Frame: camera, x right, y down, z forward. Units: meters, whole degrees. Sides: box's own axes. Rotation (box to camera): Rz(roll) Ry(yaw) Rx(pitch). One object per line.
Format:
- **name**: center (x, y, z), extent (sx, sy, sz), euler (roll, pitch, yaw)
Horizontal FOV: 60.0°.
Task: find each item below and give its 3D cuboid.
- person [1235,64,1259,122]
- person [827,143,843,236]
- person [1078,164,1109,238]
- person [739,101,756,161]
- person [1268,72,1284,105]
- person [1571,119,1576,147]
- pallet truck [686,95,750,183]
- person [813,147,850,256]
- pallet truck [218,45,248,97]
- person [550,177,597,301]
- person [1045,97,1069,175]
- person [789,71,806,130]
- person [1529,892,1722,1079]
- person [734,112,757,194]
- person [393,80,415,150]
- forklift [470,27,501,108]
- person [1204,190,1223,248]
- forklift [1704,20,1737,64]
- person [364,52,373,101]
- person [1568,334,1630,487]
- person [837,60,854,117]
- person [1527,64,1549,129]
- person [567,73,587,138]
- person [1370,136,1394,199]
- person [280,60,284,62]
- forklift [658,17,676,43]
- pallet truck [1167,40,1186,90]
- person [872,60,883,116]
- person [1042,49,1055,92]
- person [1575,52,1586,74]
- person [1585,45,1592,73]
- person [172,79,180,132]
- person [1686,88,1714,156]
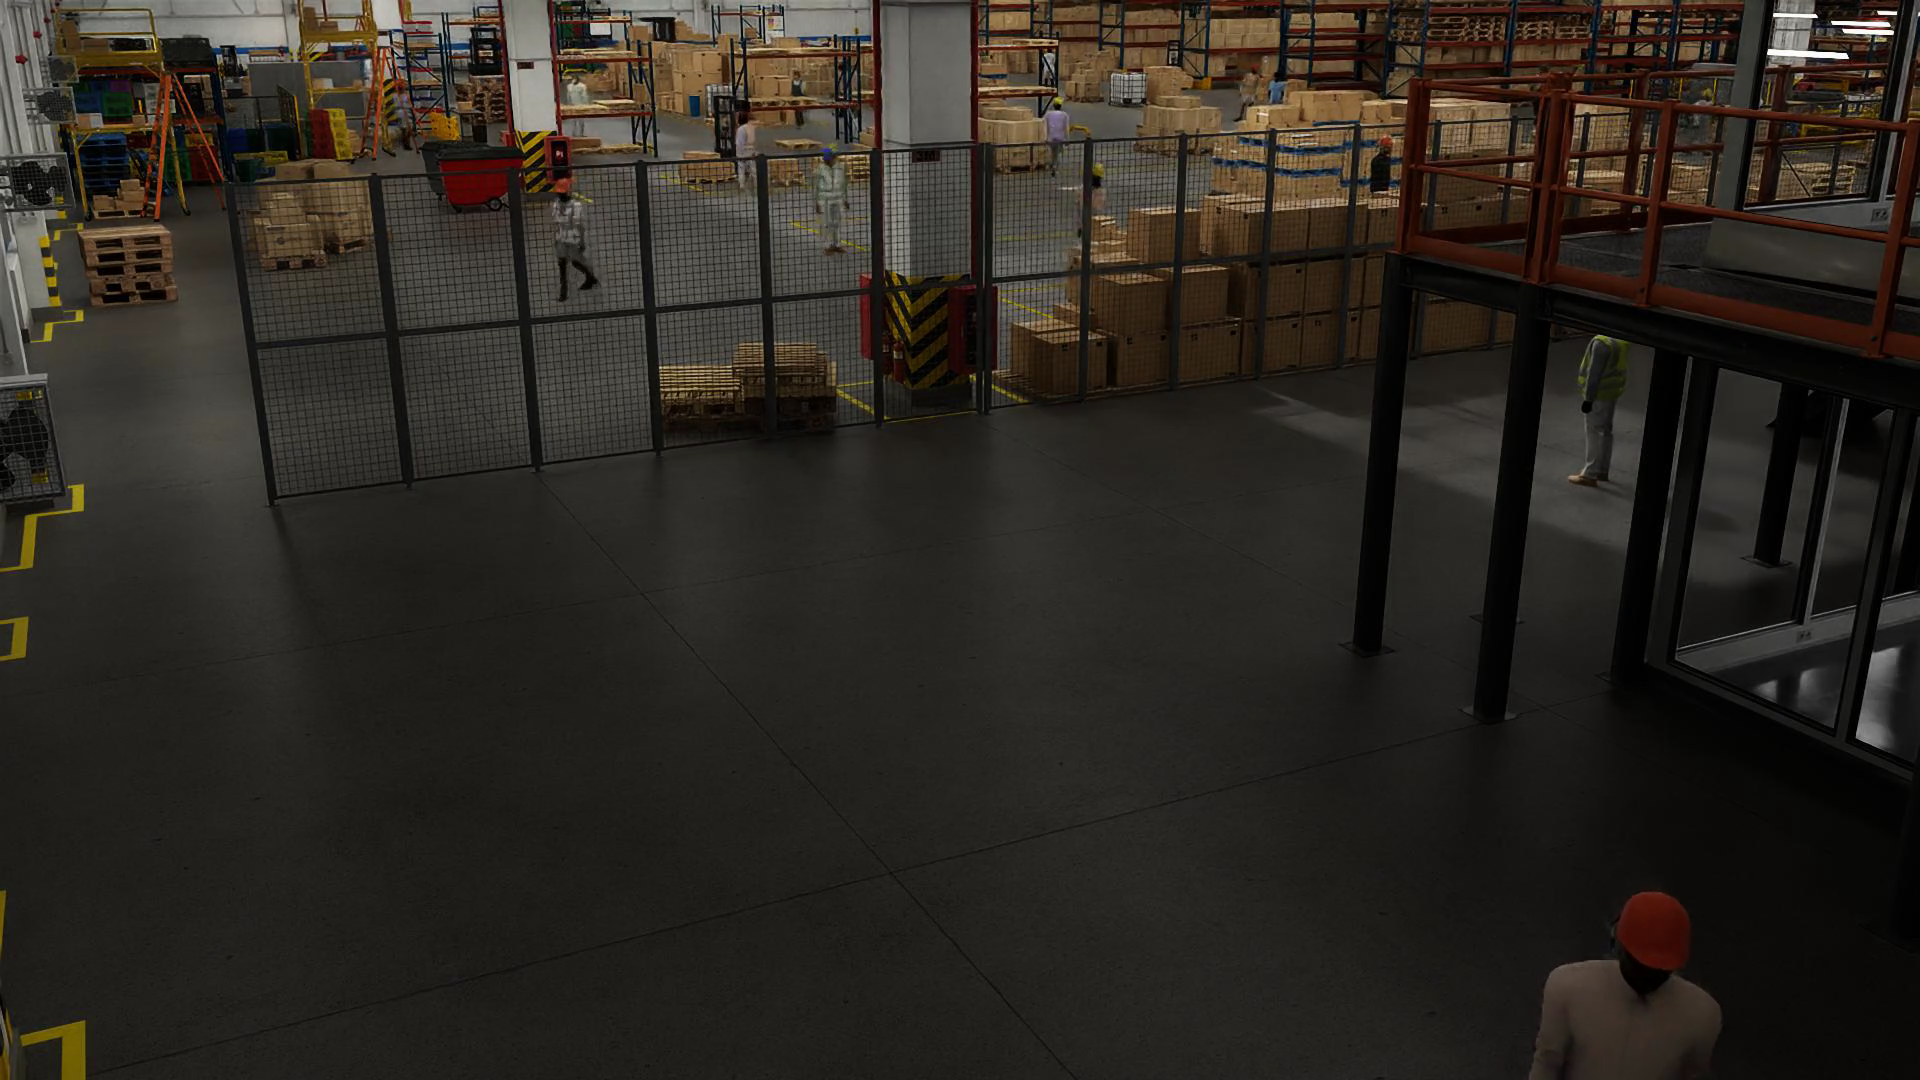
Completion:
- **person**: center (9.521, -14.796, 55.069), extent (0.723, 1.885, 0.473), euler (-1, 19, -3)
- **person**: center (-2.431, -6.711, 31.842), extent (0.295, 1.744, 0.490), euler (-4, 19, -12)
- **person**: center (2.155, -5.132, 27.006), extent (0.612, 1.913, 0.491), euler (-13, 23, -34)
- **person**: center (-5.488, -10.476, 42.892), extent (0.882, 1.640, 0.547), euler (-4, 19, -11)
- **person**: center (10.220, -14.320, 53.980), extent (0.558, 1.674, 0.593), euler (9, 21, 25)
- **person**: center (13.896, -9.099, 38.335), extent (0.403, 2.035, 0.600), euler (-3, 19, -9)
- **pallet truck**: center (-5.836, -9.608, 39.856), extent (0.823, 1.965, 1.885), euler (10, 22, 27)
- **person**: center (-2.318, -6.034, 29.640), extent (0.663, 1.914, 0.614), euler (-9, 21, -25)
- **pallet truck**: center (-28.879, -18.665, 66.111), extent (0.823, 1.965, 1.885), euler (-3, 19, -9)
- **person**: center (-6.028, -4.698, 25.796), extent (0.575, 1.898, 0.844), euler (6, 20, 17)
- **person**: center (2.380, -9.941, 40.983), extent (0.600, 1.900, 0.771), euler (6, 20, 17)
- **person**: center (-5.152, -13.872, 52.482), extent (0.522, 1.822, 0.585), euler (6, 20, 18)
- **person**: center (2.346, 2.081, 6.010), extent (0.612, 1.976, 0.769), euler (6, 20, 17)
- **person**: center (-4.804, -8.738, 37.599), extent (0.680, 1.825, 0.639), euler (9, 21, 25)
- **person**: center (-15.541, -11.874, 46.540), extent (0.398, 1.923, 0.551), euler (11, 22, 29)
- **forklift**: center (-17.318, -17.331, 60.909), extent (1.129, 2.768, 1.873), euler (-5, 20, -13)
- **person**: center (3.641, -4.012, 23.733), extent (0.371, 1.934, 0.627), euler (-6, 20, -18)
- **forklift**: center (31.816, -20.098, 68.929), extent (1.873, 2.768, 1.129), euler (9, 21, 23)
- **person**: center (-22.427, -17.754, 63.711), extent (0.599, 1.836, 0.972), euler (10, 22, 27)
- **person**: center (6.330, -1.447, 16.456), extent (0.431, 1.836, 0.619), euler (15, 24, 37)
- **person**: center (-3.961, -15.379, 56.705), extent (0.661, 1.918, 0.548), euler (5, 20, 15)
- **person**: center (18.495, -14.183, 53.051), extent (0.704, 2.000, 0.985), euler (1, 19, 2)
- **person**: center (-11.457, -12.906, 49.550), extent (0.670, 1.904, 0.797), euler (4, 19, 11)
- **person**: center (7.748, -6.426, 30.634), extent (0.396, 1.992, 0.623), euler (14, 23, 35)
- **person**: center (-22.846, -15.240, 56.293), extent (0.622, 1.932, 0.368), euler (-8, 20, -21)
- **forklift**: center (-12.797, -21.541, 73.113), extent (1.873, 2.768, 1.129), euler (8, 21, 23)
- **pallet truck**: center (9.045, -19.971, 69.895), extent (0.823, 1.965, 1.885), euler (-3, 19, -8)
- **person**: center (-2.776, -15.672, 57.552), extent (0.393, 1.919, 0.589), euler (-12, 23, -32)
- **person**: center (3.565, -18.855, 66.708), extent (0.608, 1.965, 0.370), euler (0, 19, 0)
- **person**: center (24.700, -18.517, 66.135), extent (0.532, 1.696, 0.319), euler (13, 23, 33)
- **person**: center (25.600, -19.283, 68.098), extent (0.967, 1.856, 0.681), euler (-12, 23, -32)
- **person**: center (-24.379, -13.455, 51.563), extent (0.516, 1.632, 0.313), euler (12, 22, 30)
- **person**: center (20.231, -11.403, 45.365), extent (0.602, 1.799, 0.879), euler (-7, 20, -19)
